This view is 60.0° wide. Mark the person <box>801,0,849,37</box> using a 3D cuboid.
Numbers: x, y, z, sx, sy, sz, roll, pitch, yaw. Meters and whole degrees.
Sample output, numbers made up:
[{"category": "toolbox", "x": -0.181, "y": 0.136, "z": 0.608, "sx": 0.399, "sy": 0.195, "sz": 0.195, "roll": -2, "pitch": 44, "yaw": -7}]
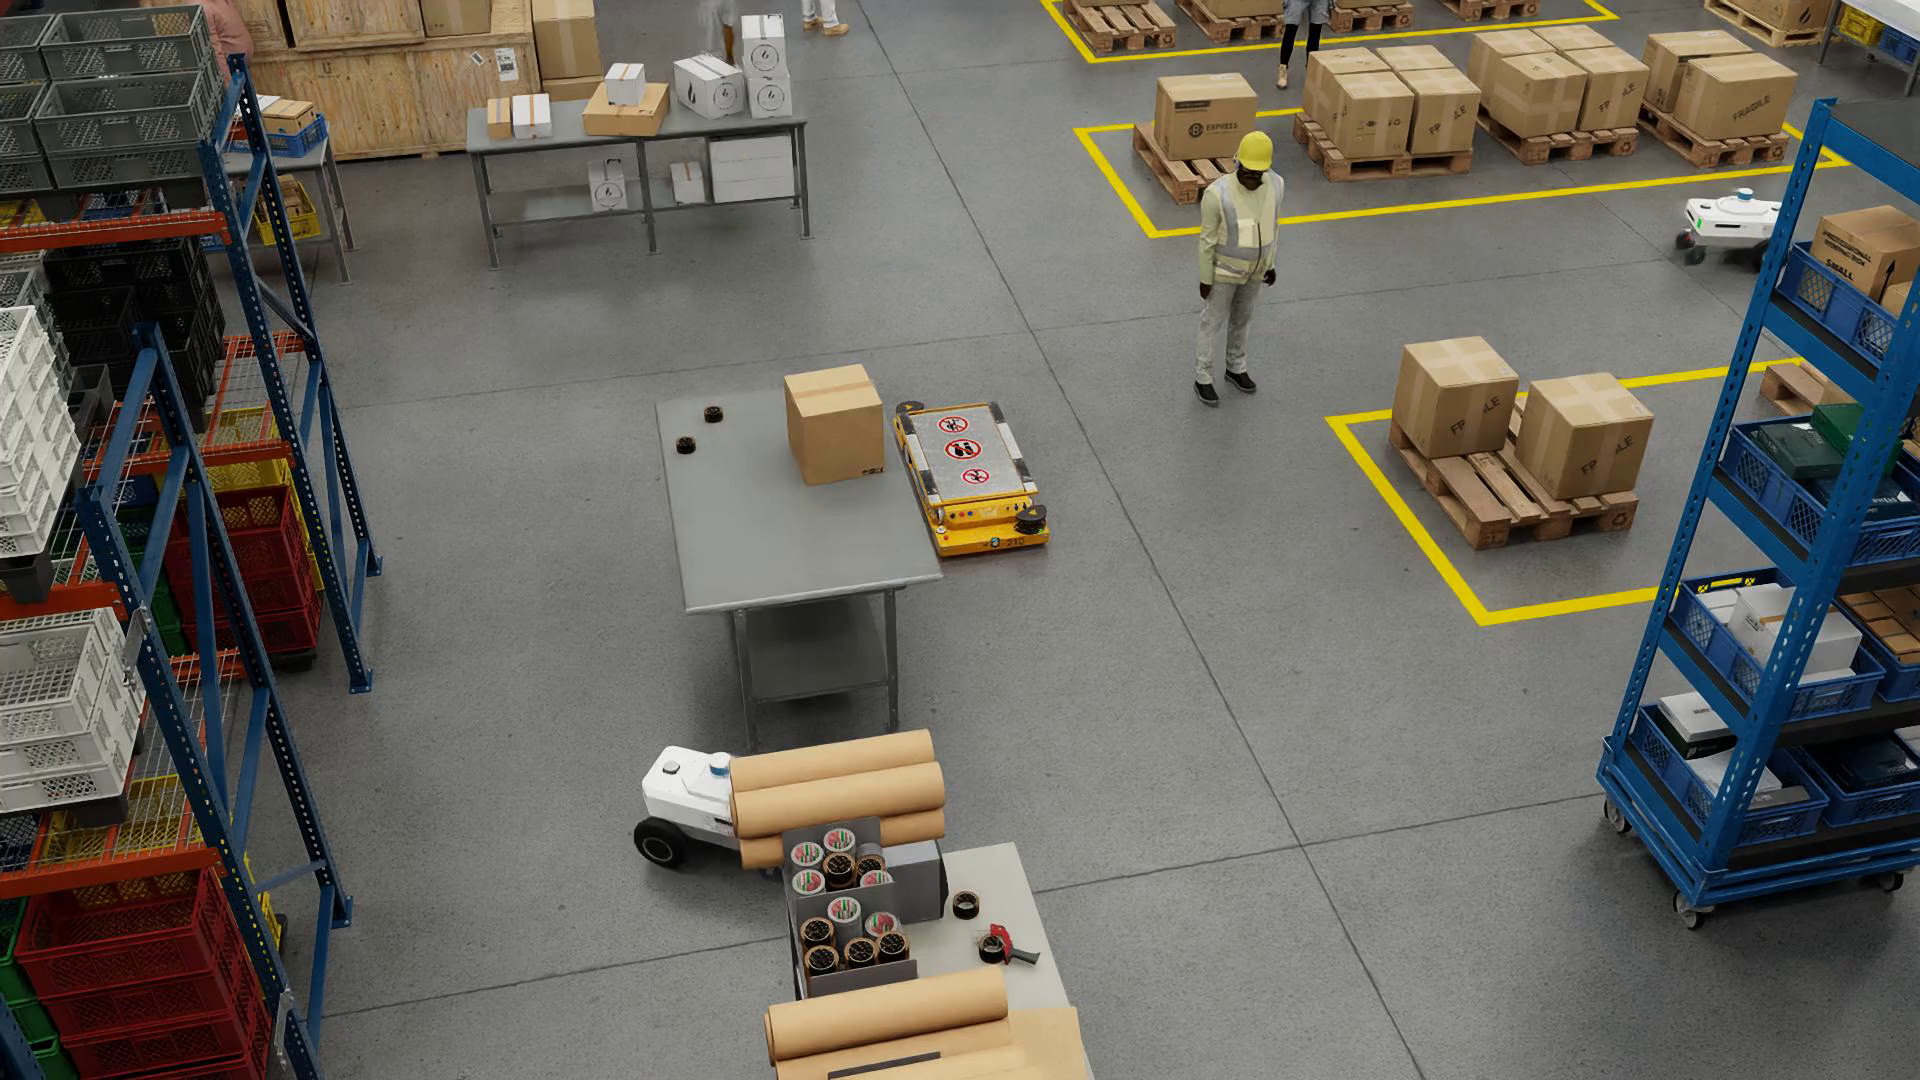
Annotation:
[{"category": "person", "x": -1.359, "y": -5.820, "z": 16.046, "sx": 0.633, "sy": 1.841, "sz": 0.429, "roll": 29, "pitch": 45, "yaw": 33}]

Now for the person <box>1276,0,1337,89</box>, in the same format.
[{"category": "person", "x": 3.140, "y": -4.905, "z": 14.937, "sx": 0.532, "sy": 1.696, "sz": 0.319, "roll": -2, "pitch": 37, "yaw": -2}]

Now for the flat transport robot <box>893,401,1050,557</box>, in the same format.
[{"category": "flat transport robot", "x": 0.046, "y": -0.430, "z": 10.108, "sx": 0.652, "sy": 0.197, "sz": 1.431, "roll": -8, "pitch": 37, "yaw": -10}]

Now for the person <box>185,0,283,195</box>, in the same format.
[{"category": "person", "x": -5.744, "y": -3.690, "z": 13.131, "sx": 0.409, "sy": 1.909, "sz": 0.639, "roll": -8, "pitch": 37, "yaw": -11}]

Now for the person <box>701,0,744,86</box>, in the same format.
[{"category": "person", "x": -1.911, "y": -3.913, "z": 13.488, "sx": 0.433, "sy": 1.844, "sz": 0.515, "roll": -22, "pitch": 42, "yaw": -27}]

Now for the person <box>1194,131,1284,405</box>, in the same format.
[{"category": "person", "x": 1.776, "y": -1.734, "z": 10.566, "sx": 0.592, "sy": 1.829, "sz": 0.404, "roll": -17, "pitch": 40, "yaw": -21}]

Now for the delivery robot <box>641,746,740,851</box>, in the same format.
[{"category": "delivery robot", "x": -1.080, "y": 1.182, "z": 7.631, "sx": 0.707, "sy": 0.478, "sz": 0.477, "roll": 12, "pitch": 38, "yaw": 15}]

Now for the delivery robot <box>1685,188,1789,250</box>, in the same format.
[{"category": "delivery robot", "x": 5.807, "y": -2.388, "z": 12.428, "sx": 0.707, "sy": 0.478, "sz": 0.477, "roll": 3, "pitch": 37, "yaw": 4}]
